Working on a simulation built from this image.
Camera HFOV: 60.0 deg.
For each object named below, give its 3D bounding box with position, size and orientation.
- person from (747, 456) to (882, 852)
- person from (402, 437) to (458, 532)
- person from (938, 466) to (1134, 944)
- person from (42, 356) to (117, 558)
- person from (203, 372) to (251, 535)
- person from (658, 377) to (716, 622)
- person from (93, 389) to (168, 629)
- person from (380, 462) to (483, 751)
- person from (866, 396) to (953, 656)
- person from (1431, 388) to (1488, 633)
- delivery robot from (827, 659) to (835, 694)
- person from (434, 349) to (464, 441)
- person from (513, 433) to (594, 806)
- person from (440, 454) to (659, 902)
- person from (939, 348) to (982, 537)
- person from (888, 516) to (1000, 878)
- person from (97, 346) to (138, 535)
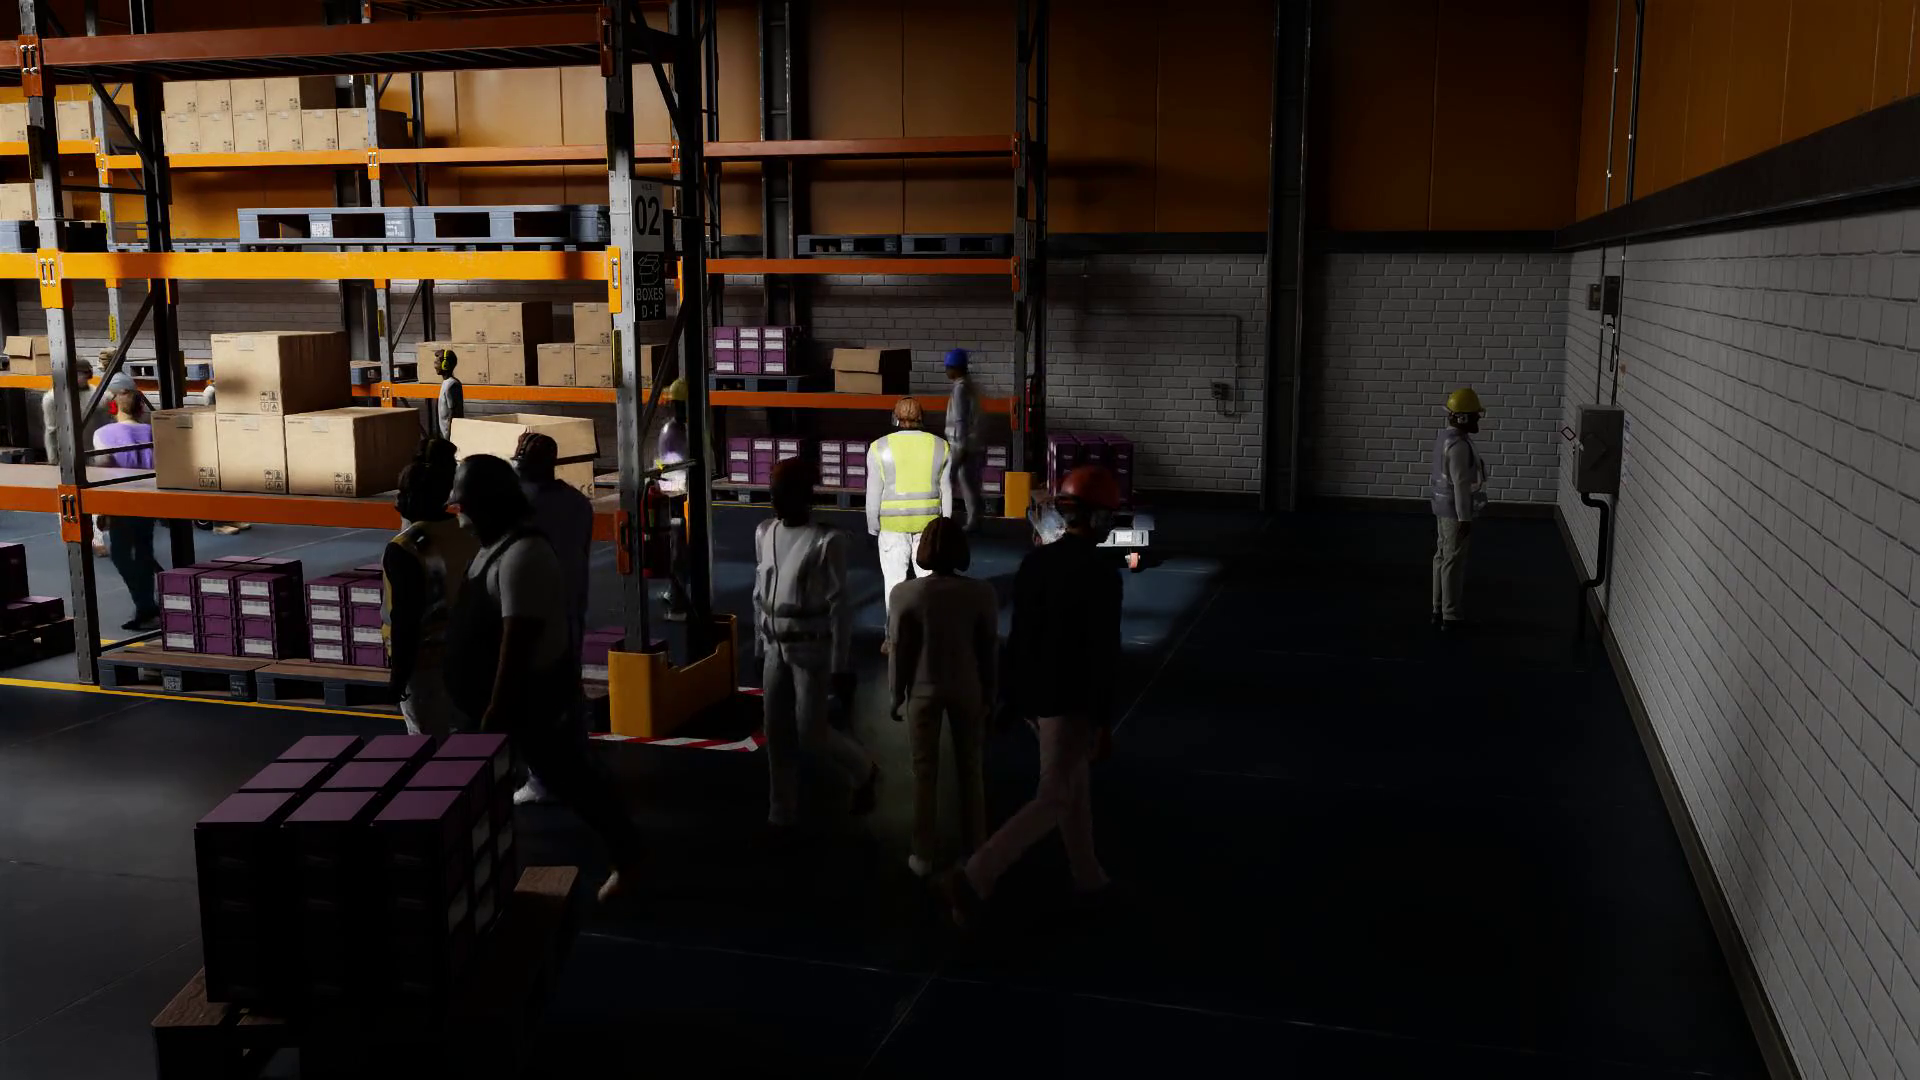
[{"bbox_3d":[-0.725,0.522,7.912,0.590,1.866,0.664,8,12,41],"label":"person"},{"bbox_3d":[-2.735,0.395,8.690,0.310,1.865,0.532,-2,9,-10],"label":"person"},{"bbox_3d":[0.333,0.672,6.826,0.988,1.938,0.643,-6,11,-33],"label":"person"},{"bbox_3d":[-8.351,-0.796,15.817,0.632,1.920,0.625,-8,12,-39],"label":"person"},{"bbox_3d":[-7.573,-0.980,17.142,0.327,1.840,0.517,0,9,1],"label":"person"},{"bbox_3d":[-2.104,-0.302,12.797,0.426,1.907,0.607,0,9,-1],"label":"person"},{"bbox_3d":[-6.308,-0.247,12.793,0.624,1.806,0.637,5,11,29],"label":"person"},{"bbox_3d":[-2.480,0.552,7.800,0.429,1.846,0.626,3,10,15],"label":"person"},{"bbox_3d":[-0.363,-0.093,11.736,0.634,1.841,0.429,-2,10,-15],"label":"person"},{"bbox_3d":[3.772,-0.228,12.585,0.403,1.834,0.588,0,9,3],"label":"person"},{"bbox_3d":[-0.941,0.765,10.135,0.477,0.478,0.707,1,9,8],"label":"delivery robot"},{"bbox_3d":[-5.475,-1.107,17.832,0.328,1.872,0.513,-2,10,-13],"label":"person"},{"bbox_3d":[-2.148,0.401,8.528,0.409,1.907,0.651,4,10,22],"label":"person"},{"bbox_3d":[-1.816,0.577,7.048,1.045,2.000,0.686,-6,11,-32],"label":"person"},{"bbox_3d":[-0.056,-0.974,16.842,0.633,1.921,0.654,1,9,8],"label":"person"},{"bbox_3d":[-0.073,0.707,7.493,0.504,1.631,0.282,-1,9,-4],"label":"person"},{"bbox_3d":[-8.636,-1.021,17.100,0.368,1.940,0.633,-2,10,-14],"label":"person"}]
